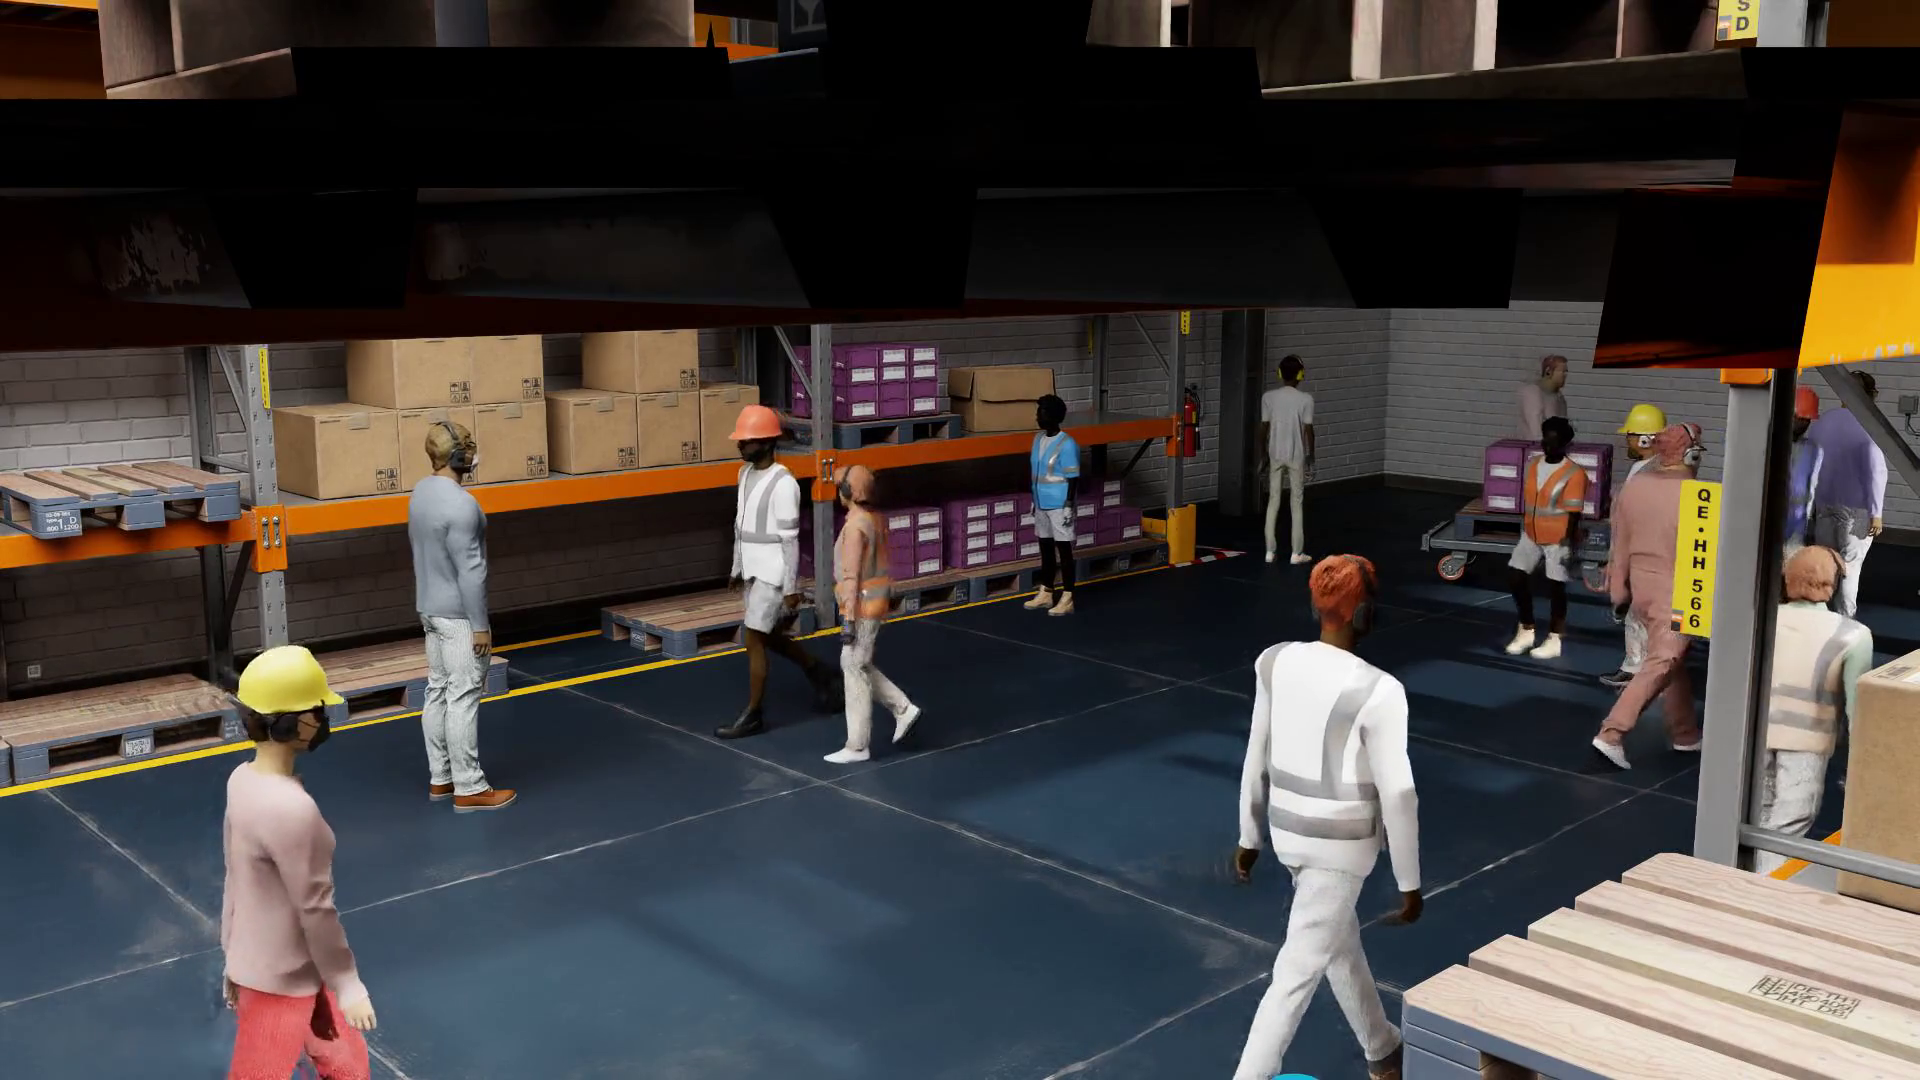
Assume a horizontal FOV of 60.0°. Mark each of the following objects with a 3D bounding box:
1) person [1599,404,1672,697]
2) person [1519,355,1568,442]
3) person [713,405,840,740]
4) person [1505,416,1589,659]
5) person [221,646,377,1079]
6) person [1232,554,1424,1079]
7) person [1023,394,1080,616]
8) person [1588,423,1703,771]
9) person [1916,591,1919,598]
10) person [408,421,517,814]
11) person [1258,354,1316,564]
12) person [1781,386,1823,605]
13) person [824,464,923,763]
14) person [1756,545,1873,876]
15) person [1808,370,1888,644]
[{"bbox_3d":[4.244,0.068,10.360,0.404,1.827,0.600,1,10,5],"label":"person"},{"bbox_3d":[5.304,-0.763,15.190,0.630,1.851,1.041,-8,13,-39],"label":"person"},{"bbox_3d":[-1.048,0.169,9.530,0.771,1.919,0.566,-6,11,-31],"label":"person"},{"bbox_3d":[3.944,-0.005,11.195,0.494,1.676,0.556,-5,11,-27],"label":"person"},{"bbox_3d":[-1.832,1.139,4.407,0.901,1.726,0.521,-6,11,-31],"label":"person"},{"bbox_3d":[1.184,0.949,5.192,1.010,1.827,0.597,-6,11,-30],"label":"person"},{"bbox_3d":[0.713,-0.271,12.720,0.321,1.699,0.537,-6,11,-32],"label":"person"},{"bbox_3d":[3.779,0.302,8.911,0.981,1.869,0.649,-3,10,-20],"label":"person"},{"bbox_3d":[7.911,-0.360,12.776,0.956,1.858,0.647,2,10,11],"label":"person"},{"bbox_3d":[-2.493,0.380,8.226,0.361,1.937,0.636,-8,13,-40],"label":"person"},{"bbox_3d":[2.926,-0.716,14.849,0.532,1.866,0.310,5,11,27],"label":"person"},{"bbox_3d":[5.422,-0.099,11.132,0.556,1.903,0.933,1,10,4],"label":"person"},{"bbox_3d":[-0.485,0.397,9.010,0.434,1.624,0.548,1,10,4],"label":"person"},{"bbox_3d":[3.349,0.821,6.657,0.719,1.588,0.538,-8,13,-40],"label":"person"},{"bbox_3d":[6.269,-0.229,11.777,0.359,1.938,0.635,-3,10,-18],"label":"person"}]
